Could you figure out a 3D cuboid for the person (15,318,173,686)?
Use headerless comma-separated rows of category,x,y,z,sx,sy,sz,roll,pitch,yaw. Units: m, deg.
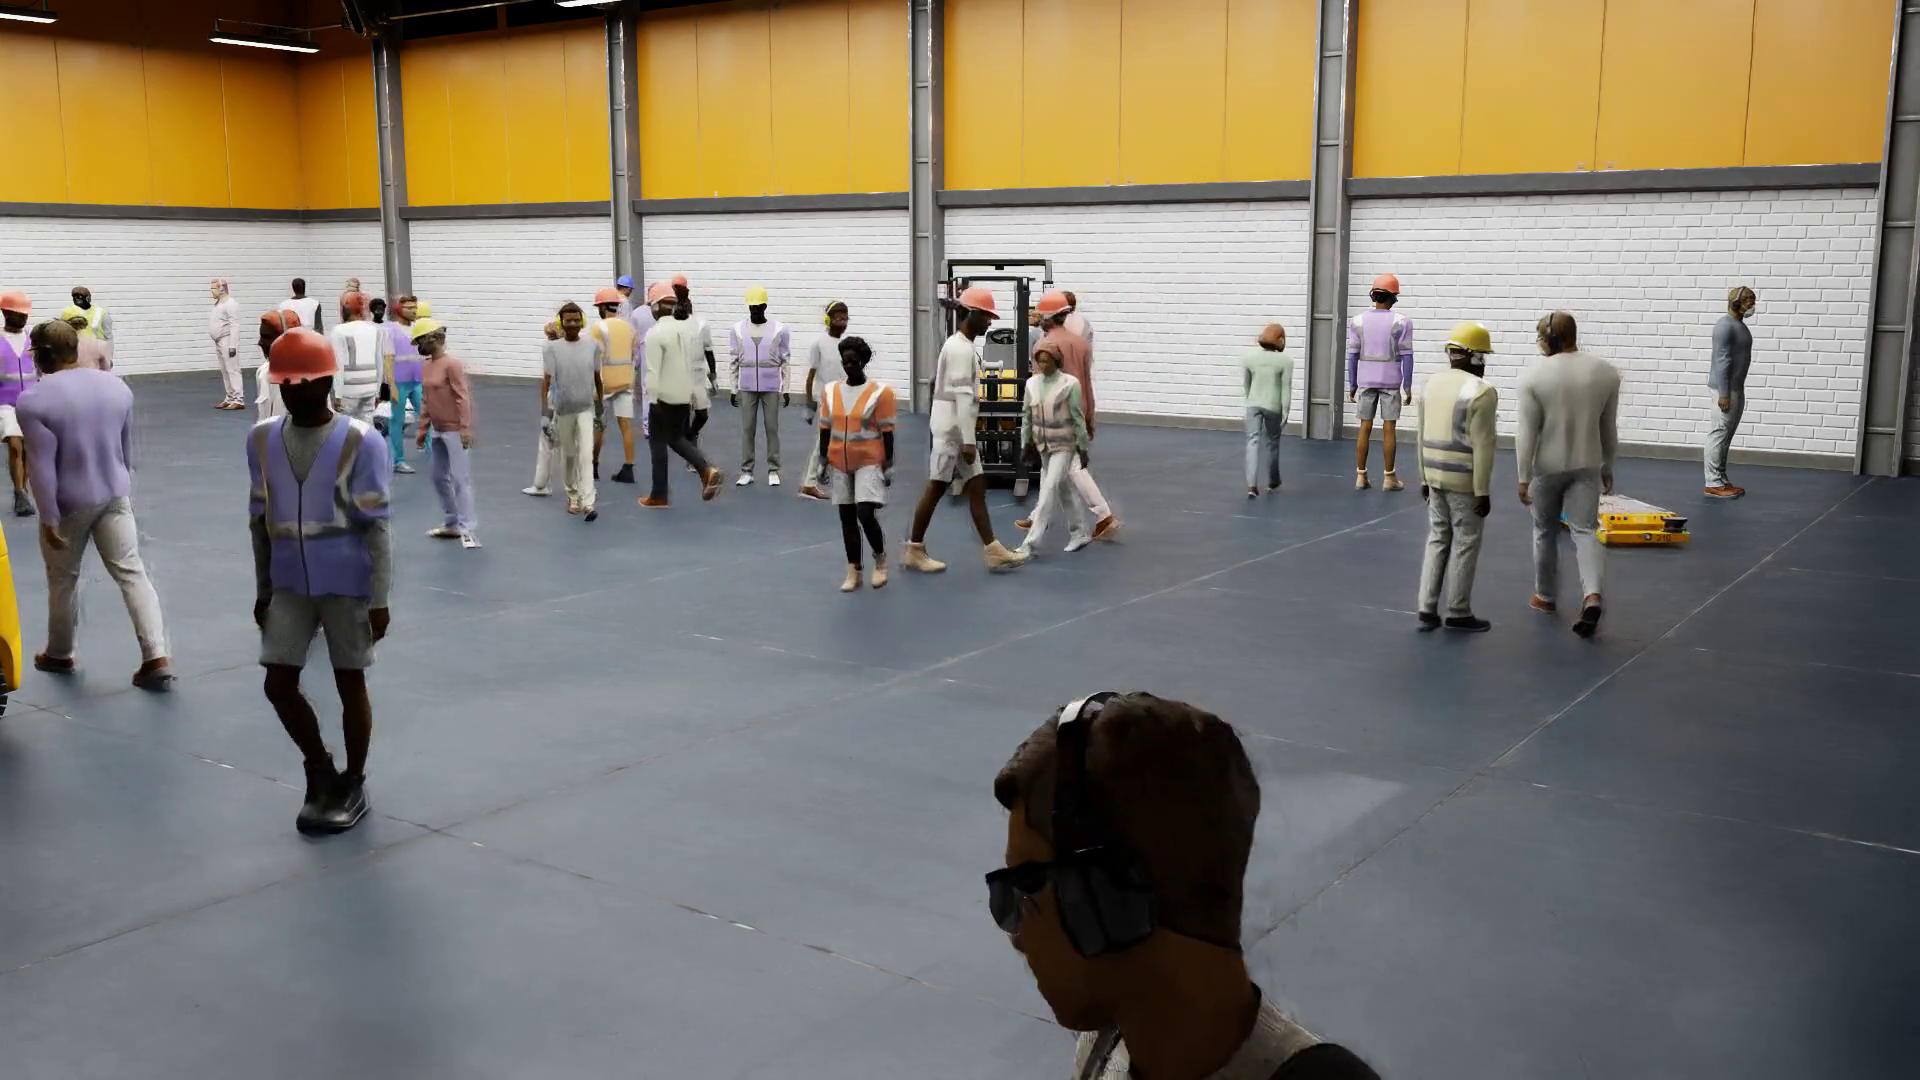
person,-4.436,-0.185,8.459,1.072,1.885,0.638,6,11,34

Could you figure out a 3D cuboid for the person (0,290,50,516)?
person,-7.961,-1.154,14.126,0.772,1.906,0.561,7,12,37

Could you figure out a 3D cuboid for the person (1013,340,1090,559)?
person,0.686,-0.660,12.116,0.860,1.583,0.521,-9,13,-42

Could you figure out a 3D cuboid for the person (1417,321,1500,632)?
person,2.883,-0.352,9.635,0.432,1.815,0.603,-4,10,-23

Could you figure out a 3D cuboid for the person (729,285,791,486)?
person,-1.923,-1.475,15.982,0.591,1.925,0.385,1,10,3

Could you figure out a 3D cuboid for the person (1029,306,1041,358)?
person,1.020,-2.059,20.416,0.657,1.613,0.509,7,12,36

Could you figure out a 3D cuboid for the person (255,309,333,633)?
person,-3.874,-0.395,9.690,0.575,1.881,0.356,5,11,30

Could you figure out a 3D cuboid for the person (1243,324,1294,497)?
person,2.831,-1.199,15.366,0.495,1.585,0.870,4,10,24

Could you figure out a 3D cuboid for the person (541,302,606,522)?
person,-3.229,-1.068,13.902,0.551,1.807,0.998,-3,10,-18

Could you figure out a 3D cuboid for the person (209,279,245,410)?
person,-10.692,-2.840,24.182,0.402,1.904,0.652,-8,13,-40

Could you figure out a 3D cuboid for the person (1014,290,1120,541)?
person,0.859,-0.968,12.953,1.046,1.947,0.626,8,12,39

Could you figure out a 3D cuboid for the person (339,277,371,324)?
person,-10.581,-3.646,29.083,0.679,1.870,0.673,3,10,15

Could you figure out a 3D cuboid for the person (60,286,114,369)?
person,-11.174,-2.322,21.285,0.633,1.842,0.429,-1,10,-8

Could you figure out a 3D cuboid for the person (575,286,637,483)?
person,-3.483,-1.526,16.339,0.874,1.902,0.581,8,13,41

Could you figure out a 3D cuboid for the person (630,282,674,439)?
person,-3.657,-2.175,20.214,0.653,1.906,0.405,1,10,4

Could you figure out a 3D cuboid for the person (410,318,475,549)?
person,-3.927,-0.816,12.644,0.783,1.730,0.360,9,13,44

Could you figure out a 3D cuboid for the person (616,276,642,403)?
person,-5.114,-3.049,25.334,0.409,1.936,0.602,-6,11,-31

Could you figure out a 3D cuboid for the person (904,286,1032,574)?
person,0.052,-0.742,11.450,0.967,1.972,0.713,1,10,5

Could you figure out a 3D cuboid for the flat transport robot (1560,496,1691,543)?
flat transport robot,5.165,-0.184,13.221,0.652,0.197,1.431,0,10,-1

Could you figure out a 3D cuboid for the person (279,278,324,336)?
person,-9.724,-2.924,24.659,0.631,1.904,0.590,-1,10,-7

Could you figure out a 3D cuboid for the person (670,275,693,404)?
person,-4.226,-3.027,25.188,0.397,1.952,0.666,-5,11,-27

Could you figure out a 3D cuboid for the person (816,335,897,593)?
person,-0.682,-0.485,10.828,0.534,1.688,0.370,4,10,24

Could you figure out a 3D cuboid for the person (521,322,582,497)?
person,-3.712,-1.191,15.237,0.741,1.606,0.513,3,10,16

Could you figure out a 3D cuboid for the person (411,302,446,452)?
person,-5.969,-1.800,18.556,0.491,1.706,0.841,-3,10,-19

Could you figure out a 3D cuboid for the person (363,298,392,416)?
person,-7.470,-2.276,21.495,0.555,1.674,0.646,-7,12,-34

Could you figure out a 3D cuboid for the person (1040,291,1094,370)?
person,1.152,-1.857,18.547,0.668,1.832,0.482,-3,10,-18

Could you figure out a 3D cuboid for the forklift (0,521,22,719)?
forklift,-5.296,-0.090,6.943,1.214,2.155,2.313,7,12,35

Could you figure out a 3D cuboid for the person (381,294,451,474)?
person,-5.476,-1.552,16.761,0.854,1.812,0.596,6,11,31

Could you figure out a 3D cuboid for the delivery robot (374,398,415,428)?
delivery robot,-6.834,-1.587,20.455,0.707,0.478,0.477,1,10,5

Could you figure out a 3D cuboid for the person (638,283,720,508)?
person,-2.465,-1.241,14.473,0.655,1.970,0.662,5,11,28

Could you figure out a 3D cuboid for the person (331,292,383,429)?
person,-5.685,-1.383,15.601,0.470,1.868,0.621,5,11,29

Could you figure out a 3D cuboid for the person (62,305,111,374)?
person,-8.252,-1.328,15.657,0.521,1.750,0.613,-6,11,-33

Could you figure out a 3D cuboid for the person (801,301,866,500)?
person,-1.079,-1.211,14.776,1.002,1.804,0.549,8,13,41

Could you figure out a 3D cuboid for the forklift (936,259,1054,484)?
forklift,0.370,-1.738,16.759,1.214,2.155,2.313,1,10,3

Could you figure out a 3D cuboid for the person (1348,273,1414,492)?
person,3.961,-1.477,15.648,0.615,2.042,0.374,6,11,30

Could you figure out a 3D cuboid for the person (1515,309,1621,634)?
person,3.582,-0.411,9.797,0.639,1.885,0.980,0,10,2

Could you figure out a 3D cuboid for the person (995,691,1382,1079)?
person,0.264,1.044,1.377,0.347,1.809,0.677,-4,10,-22

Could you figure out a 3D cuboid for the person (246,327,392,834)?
person,-2.392,0.172,6.196,0.584,1.918,0.466,1,10,4

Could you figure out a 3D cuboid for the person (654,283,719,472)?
person,-2.836,-1.672,17.146,0.667,1.931,0.694,-4,10,-22

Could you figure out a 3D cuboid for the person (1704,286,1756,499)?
person,7.052,-1.352,15.230,0.372,1.937,0.627,7,12,36
